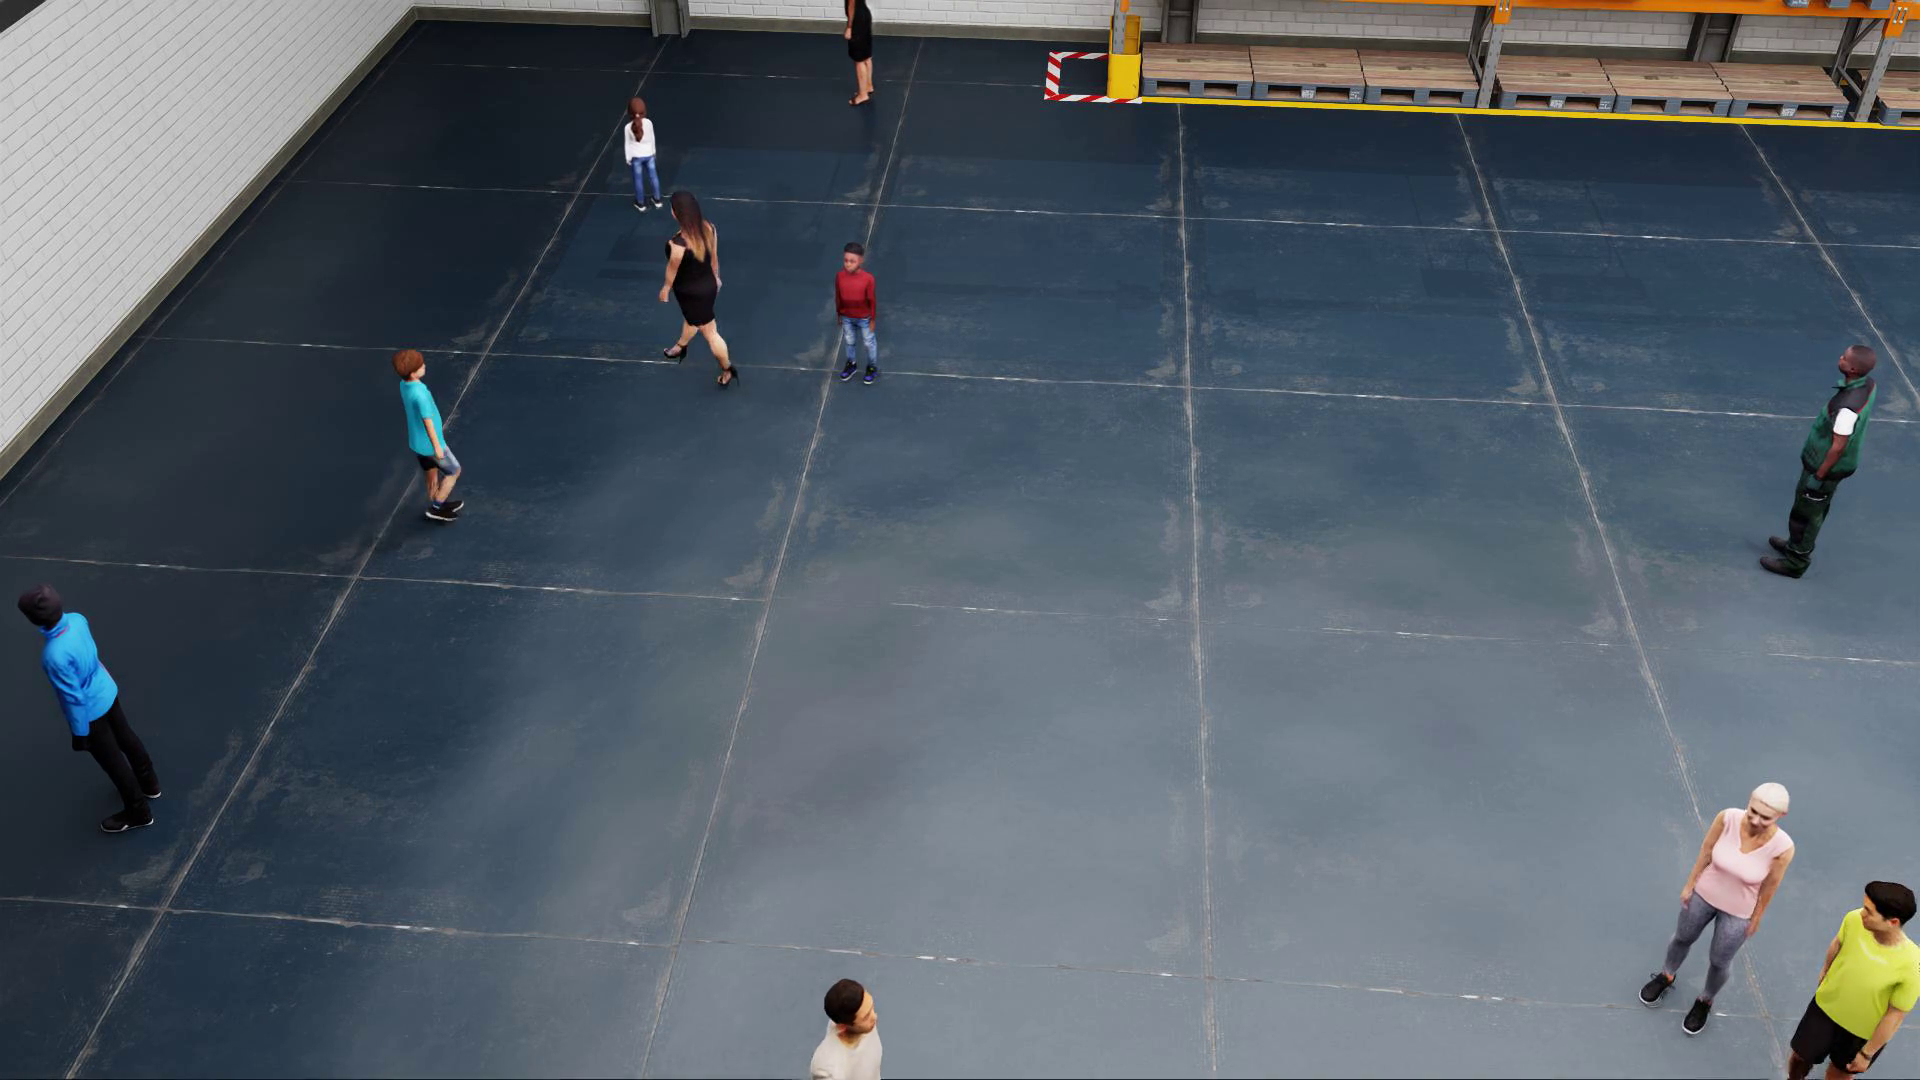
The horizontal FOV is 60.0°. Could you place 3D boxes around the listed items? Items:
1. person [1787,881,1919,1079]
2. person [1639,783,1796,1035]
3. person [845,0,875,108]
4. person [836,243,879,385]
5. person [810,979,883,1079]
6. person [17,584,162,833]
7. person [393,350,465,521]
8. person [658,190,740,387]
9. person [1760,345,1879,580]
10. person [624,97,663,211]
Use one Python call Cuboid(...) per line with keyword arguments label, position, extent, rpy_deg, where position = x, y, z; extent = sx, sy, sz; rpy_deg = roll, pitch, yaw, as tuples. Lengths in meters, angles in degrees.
Cuboid(label="person", position=(4.373, 2.235, 8.097), extent=(0.810, 1.691, 0.749), rpy_deg=(-29, 47, -31))
Cuboid(label="person", position=(3.936, 1.839, 8.565), extent=(0.624, 1.725, 0.694), rpy_deg=(32, 48, 34))
Cuboid(label="person", position=(-1.067, -5.516, 17.758), extent=(0.559, 1.745, 0.607), rpy_deg=(9, 39, 11))
Cuboid(label="person", position=(-0.834, -1.869, 13.586), extent=(0.479, 1.253, 0.592), rpy_deg=(10, 40, 13))
Cuboid(label="person", position=(-0.581, 2.608, 7.553), extent=(1.093, 1.787, 0.813), rpy_deg=(11, 40, 14))
Cuboid(label="person", position=(-5.006, 0.950, 9.617), extent=(0.613, 1.801, 0.653), rpy_deg=(-5, 39, -6))
Cuboid(label="person", position=(-3.905, -0.720, 11.992), extent=(0.698, 1.447, 0.638), rpy_deg=(-27, 46, -30))
Cuboid(label="person", position=(-2.036, -1.956, 13.360), extent=(1.107, 1.671, 0.885), rpy_deg=(16, 41, 19))
Cuboid(label="person", position=(5.971, -0.538, 11.452), extent=(0.772, 1.837, 0.776), rpy_deg=(23, 44, 26))
Cuboid(label="person", position=(-3.070, -3.736, 16.040), extent=(0.528, 1.109, 0.598), rpy_deg=(-20, 43, -23))
